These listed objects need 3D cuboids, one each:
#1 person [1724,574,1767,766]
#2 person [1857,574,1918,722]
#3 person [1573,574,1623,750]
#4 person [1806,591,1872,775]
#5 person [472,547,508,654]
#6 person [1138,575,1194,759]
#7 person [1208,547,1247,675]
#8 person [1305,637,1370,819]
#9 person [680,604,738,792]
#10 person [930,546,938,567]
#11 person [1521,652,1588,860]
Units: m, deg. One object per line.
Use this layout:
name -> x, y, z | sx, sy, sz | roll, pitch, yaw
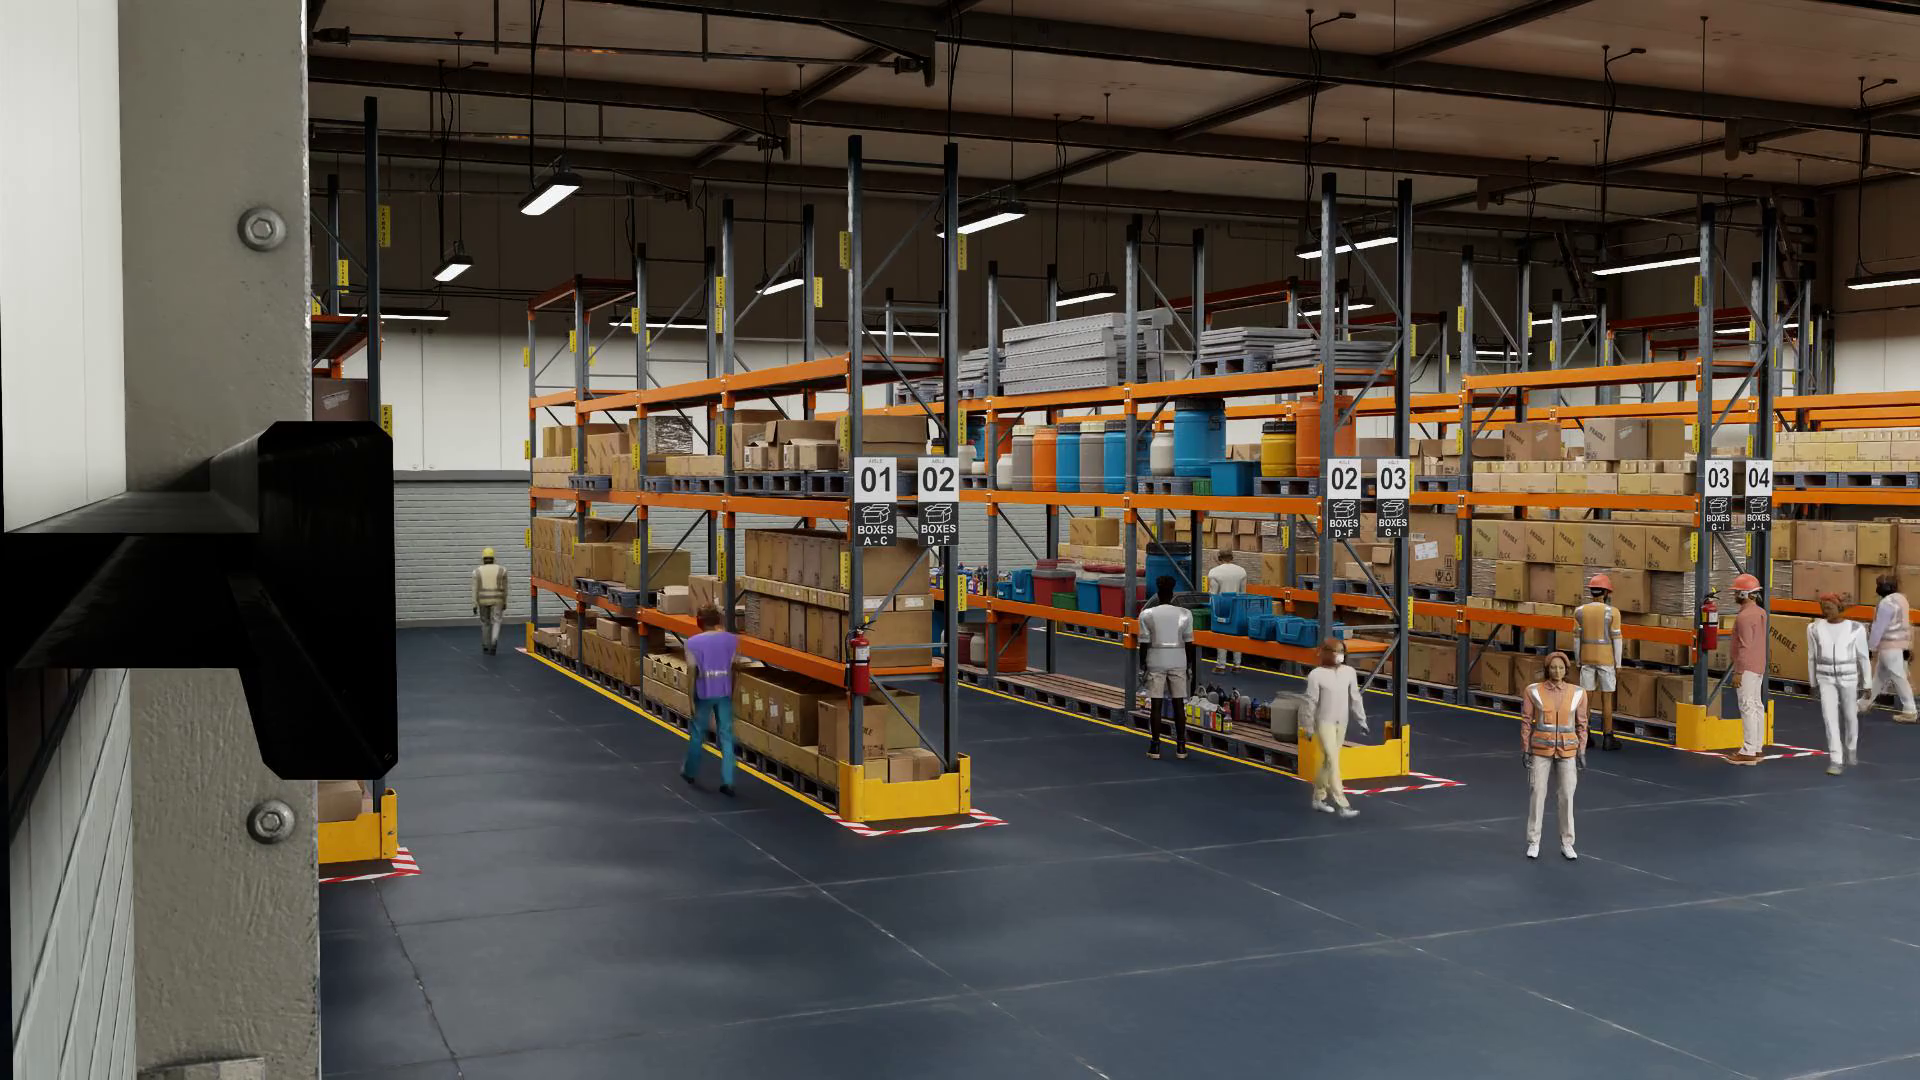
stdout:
person -> 8.269, 1.353, 18.828 | 0.379, 1.996, 0.611 | 2, 3, 41
person -> 11.404, 1.324, 22.132 | 0.951, 1.791, 0.631 | 2, 3, 44
person -> 7.087, 1.346, 19.865 | 0.542, 1.931, 0.366 | 2, 3, 43
person -> 9.060, 1.442, 18.463 | 0.614, 1.852, 0.921 | 1, 3, 33
person -> -7.869, 1.022, 29.975 | 0.578, 1.801, 0.760 | 0, 2, -10
person -> 2.208, 1.353, 19.210 | 0.602, 1.967, 0.366 | 0, 2, 1
person -> 4.032, 1.068, 27.098 | 0.627, 1.934, 0.371 | -1, 2, -17
person -> 3.354, 1.664, 15.871 | 0.510, 1.593, 0.828 | -1, 2, -28
person -> -2.415, 1.512, 17.309 | 0.574, 1.793, 0.984 | -1, 2, -27
person -> -0.460, 0.756, 34.553 | 0.407, 1.987, 0.614 | 1, 3, 33
person -> 4.719, 1.703, 14.241 | 0.512, 1.645, 0.307 | 0, 2, 10
